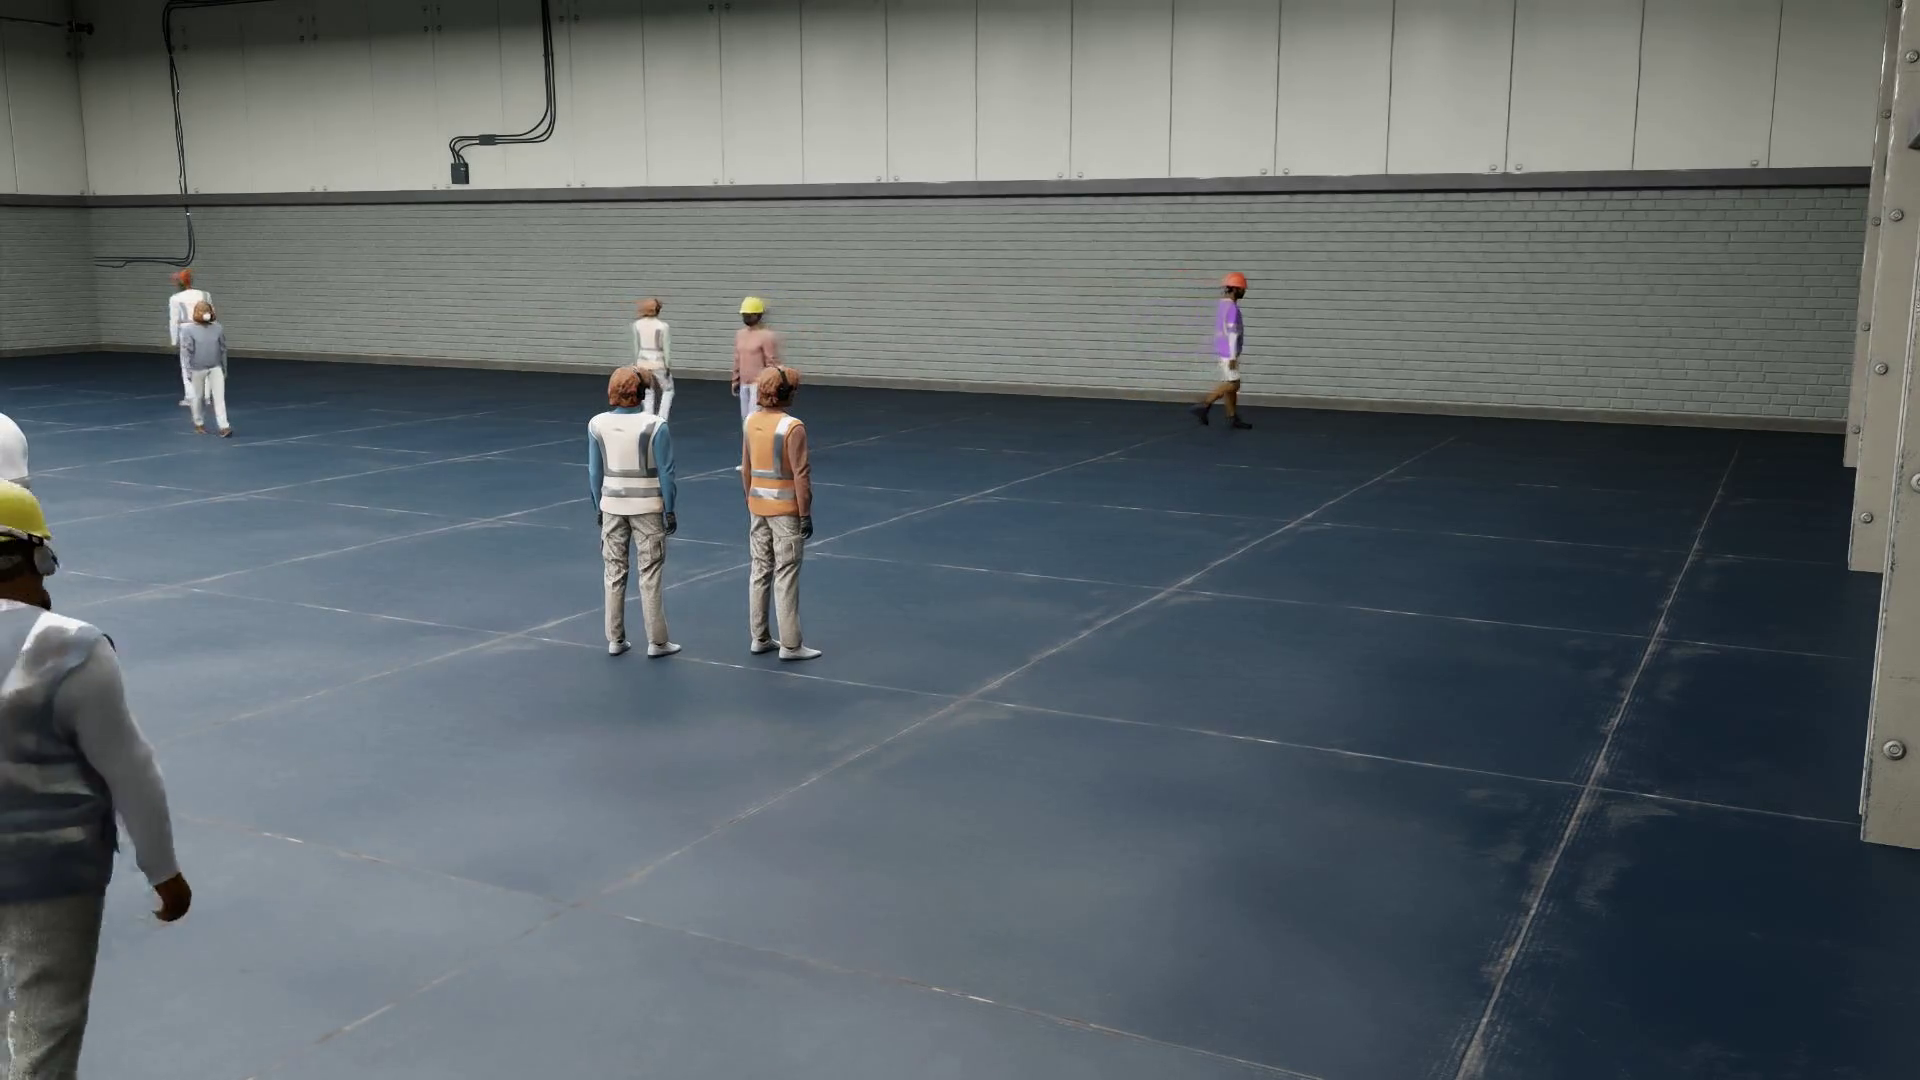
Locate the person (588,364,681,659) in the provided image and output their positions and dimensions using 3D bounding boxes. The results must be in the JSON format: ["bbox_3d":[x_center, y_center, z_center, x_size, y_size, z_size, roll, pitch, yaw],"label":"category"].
[{"bbox_3d":[-1.817,-0.151,9.261,0.514,1.641,0.308,3,11,15],"label":"person"}]

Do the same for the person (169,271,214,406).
[{"bbox_3d":[-10.617,-2.771,23.027,0.341,1.870,0.612,9,14,42],"label":"person"}]

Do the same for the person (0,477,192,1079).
[{"bbox_3d":[-2.138,0.744,3.938,0.616,1.795,0.644,3,11,16],"label":"person"}]

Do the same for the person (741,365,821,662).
[{"bbox_3d":[-1.009,-0.146,9.237,0.525,1.639,0.307,10,14,44],"label":"person"}]

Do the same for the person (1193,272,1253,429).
[{"bbox_3d":[3.202,-2.275,20.113,0.668,1.915,0.547,-1,10,-3],"label":"person"}]

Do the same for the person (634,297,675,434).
[{"bbox_3d":[-3.602,-2.036,19.577,0.528,1.625,0.369,4,11,21],"label":"person"}]

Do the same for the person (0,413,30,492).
[{"bbox_3d":[-4.257,0.078,7.229,0.542,1.928,0.374,7,13,34],"label":"person"}]

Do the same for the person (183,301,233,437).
[{"bbox_3d":[-8.831,-2.005,19.503,0.515,1.584,0.881,-9,14,-42],"label":"person"}]

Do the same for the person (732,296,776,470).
[{"bbox_3d":[-2.042,-1.600,16.870,0.532,1.747,0.719,9,14,41],"label":"person"}]
